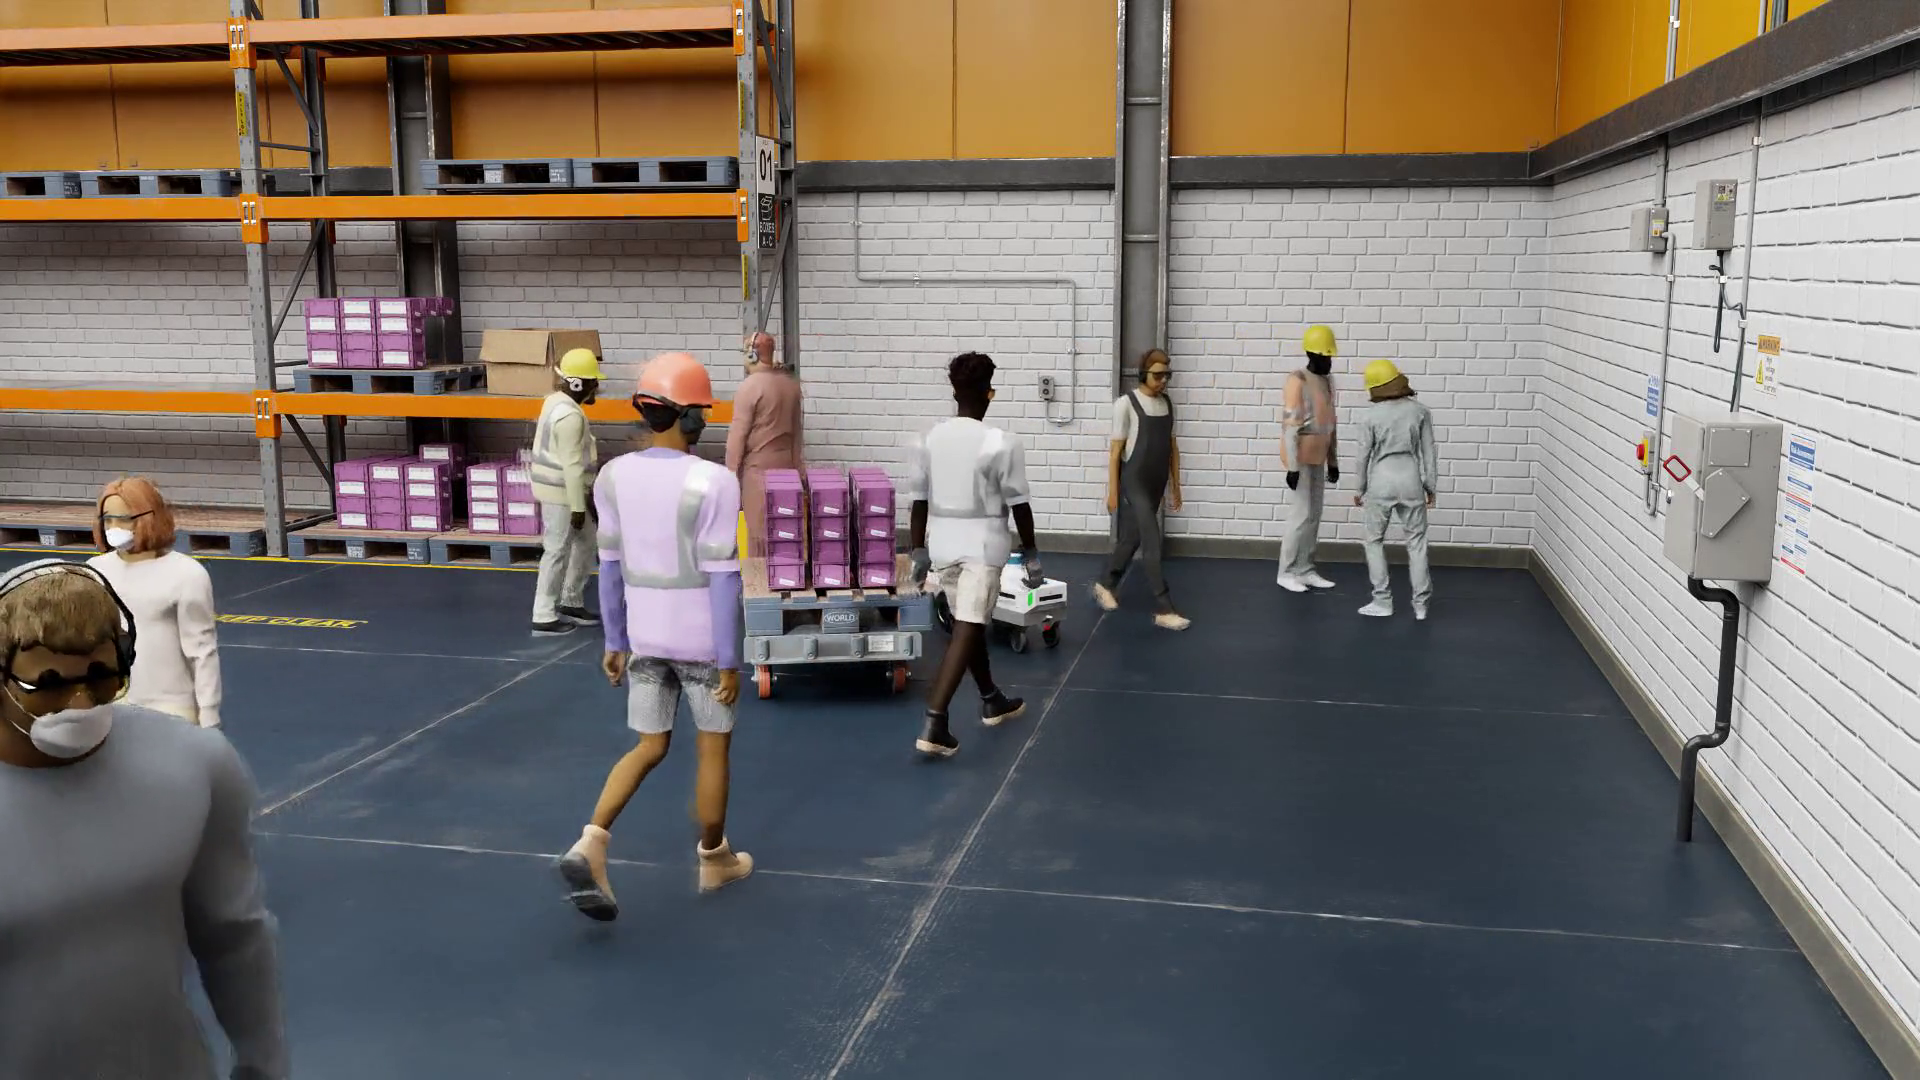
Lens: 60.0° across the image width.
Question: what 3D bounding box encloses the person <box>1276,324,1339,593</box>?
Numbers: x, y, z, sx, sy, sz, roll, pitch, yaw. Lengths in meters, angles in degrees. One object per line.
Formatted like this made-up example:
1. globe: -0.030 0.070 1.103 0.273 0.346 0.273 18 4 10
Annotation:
1. person: 2.485 -0.573 11.778 0.435 1.907 0.662 8 13 41

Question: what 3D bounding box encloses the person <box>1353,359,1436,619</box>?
1. person: 2.854 -0.322 10.901 0.544 1.712 0.347 -1 9 -4

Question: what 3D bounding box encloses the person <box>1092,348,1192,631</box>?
1. person: 1.170 -0.360 10.851 0.521 1.794 0.988 -7 12 -37

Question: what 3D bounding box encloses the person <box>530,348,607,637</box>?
1. person: -2.447 -0.290 10.373 0.576 1.798 0.608 -3 10 -19

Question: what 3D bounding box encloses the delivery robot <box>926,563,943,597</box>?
1. delivery robot: -0.012 0.219 10.774 0.477 0.478 0.707 -6 11 -31

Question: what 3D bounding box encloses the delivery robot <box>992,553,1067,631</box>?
1. delivery robot: 0.326 0.325 10.133 0.477 0.478 0.707 -7 12 -38

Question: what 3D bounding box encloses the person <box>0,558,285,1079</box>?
1. person: -1.306 0.949 2.579 0.668 1.906 0.668 7 12 37

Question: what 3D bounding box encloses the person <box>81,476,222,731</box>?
1. person: -2.752 0.579 5.702 0.500 1.622 0.399 3 10 15

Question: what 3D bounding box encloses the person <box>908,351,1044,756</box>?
1. person: 0.045 0.050 8.023 0.613 1.923 1.032 7 12 36

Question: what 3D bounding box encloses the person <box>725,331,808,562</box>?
1. person: -1.274 -0.471 11.236 0.792 1.881 0.647 4 10 22

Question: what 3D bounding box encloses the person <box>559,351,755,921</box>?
1. person: -1.060 0.349 5.884 0.611 2.021 0.841 5 11 28
